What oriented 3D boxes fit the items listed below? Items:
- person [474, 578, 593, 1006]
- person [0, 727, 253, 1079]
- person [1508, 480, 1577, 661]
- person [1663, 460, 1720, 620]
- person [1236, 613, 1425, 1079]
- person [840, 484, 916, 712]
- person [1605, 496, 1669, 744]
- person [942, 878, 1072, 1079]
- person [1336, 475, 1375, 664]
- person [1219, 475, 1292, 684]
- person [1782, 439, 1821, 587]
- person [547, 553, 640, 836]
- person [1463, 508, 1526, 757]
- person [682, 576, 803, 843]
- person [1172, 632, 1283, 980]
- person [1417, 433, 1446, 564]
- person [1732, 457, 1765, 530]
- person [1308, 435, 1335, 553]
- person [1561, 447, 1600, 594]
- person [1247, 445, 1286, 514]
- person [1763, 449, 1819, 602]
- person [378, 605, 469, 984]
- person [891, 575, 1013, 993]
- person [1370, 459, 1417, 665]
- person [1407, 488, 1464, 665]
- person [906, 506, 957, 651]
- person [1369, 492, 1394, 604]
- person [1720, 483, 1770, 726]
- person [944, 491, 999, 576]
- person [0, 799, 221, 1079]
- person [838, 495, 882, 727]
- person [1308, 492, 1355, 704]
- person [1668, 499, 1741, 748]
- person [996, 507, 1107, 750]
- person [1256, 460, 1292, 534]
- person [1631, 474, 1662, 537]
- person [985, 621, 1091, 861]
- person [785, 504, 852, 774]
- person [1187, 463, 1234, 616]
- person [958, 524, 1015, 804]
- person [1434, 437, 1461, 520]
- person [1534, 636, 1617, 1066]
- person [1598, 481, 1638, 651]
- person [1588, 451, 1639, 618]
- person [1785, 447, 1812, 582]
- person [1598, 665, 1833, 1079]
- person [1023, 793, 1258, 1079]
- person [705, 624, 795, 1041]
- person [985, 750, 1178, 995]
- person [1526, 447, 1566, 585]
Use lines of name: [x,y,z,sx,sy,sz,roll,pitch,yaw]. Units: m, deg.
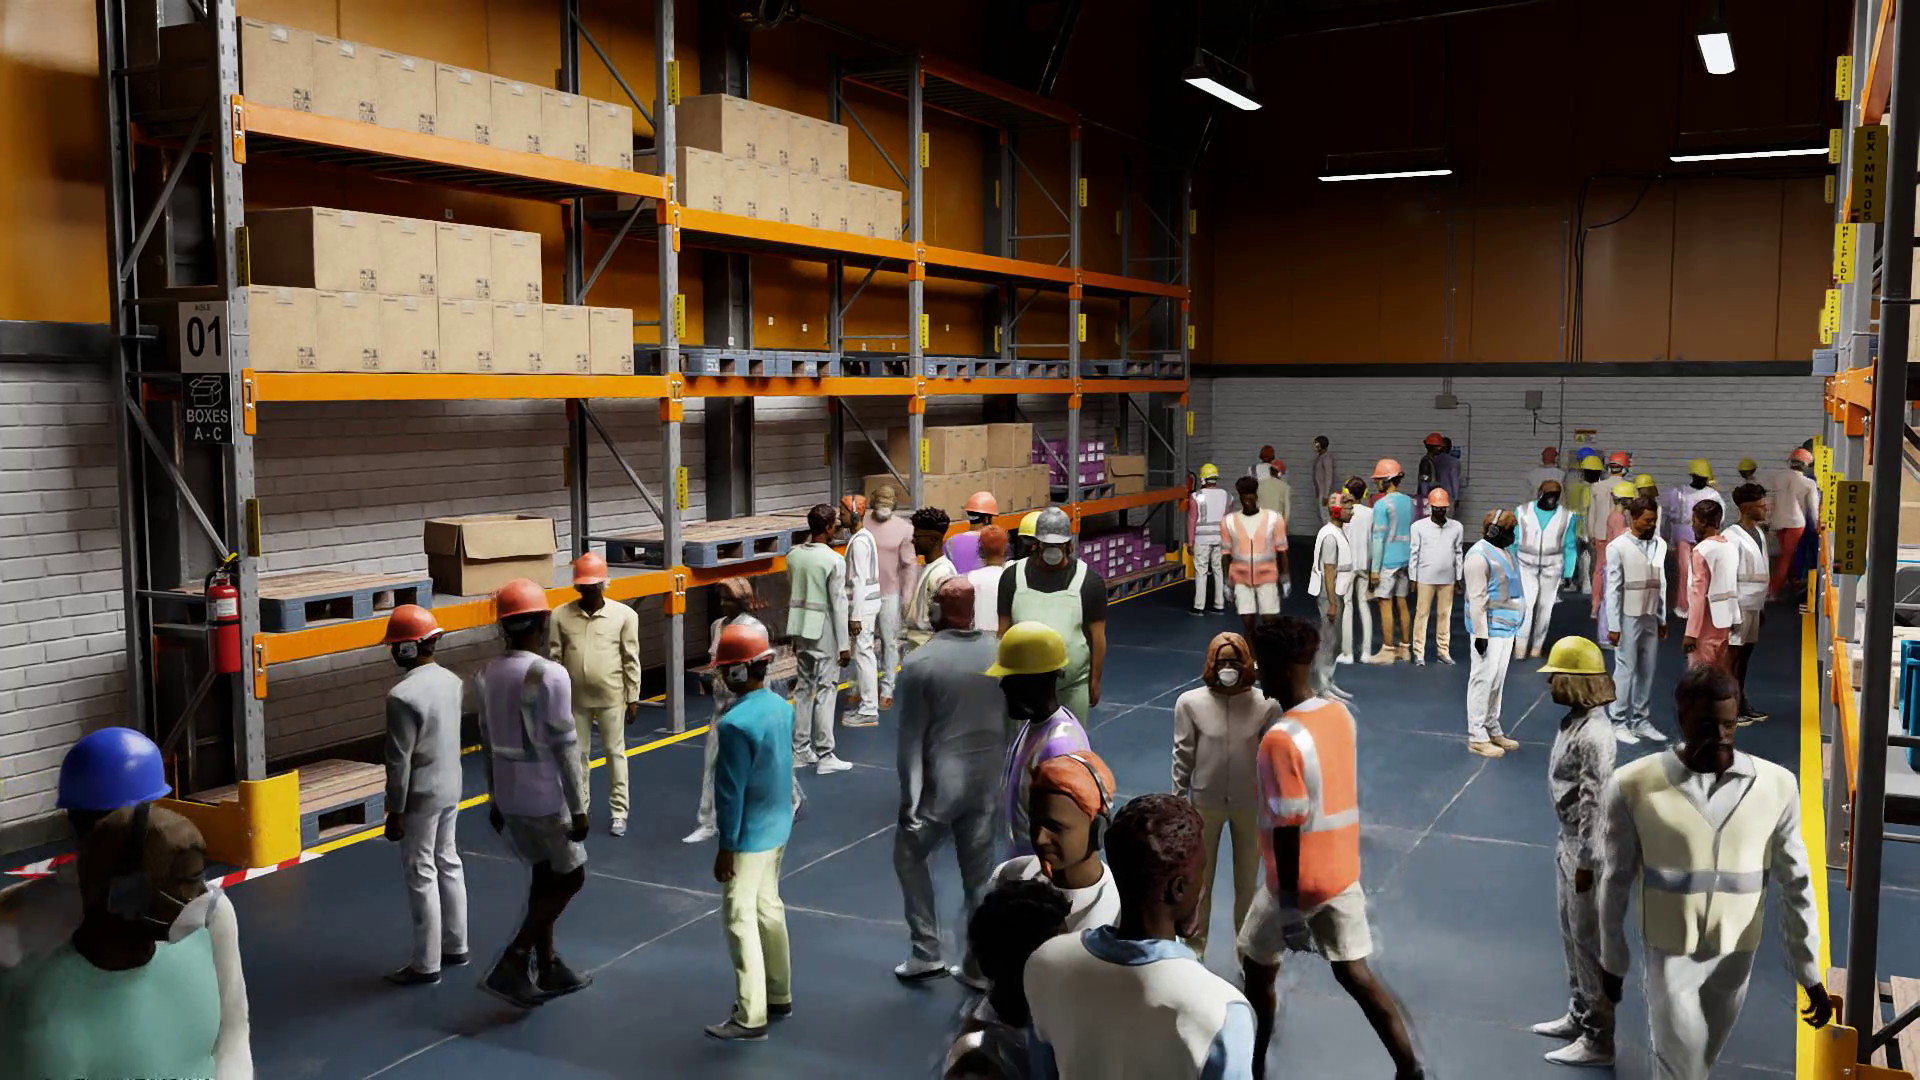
person: [-1.879,1.122,7.349,0.574,1.911,0.479,4,7,38]
person: [-1.993,1.414,3.954,0.607,1.947,0.406,-1,5,-7]
person: [5.771,0.317,16.511,0.649,1.806,0.836,2,6,19]
person: [8.590,0.007,19.418,0.607,1.881,0.895,0,5,-1]
person: [1.354,1.227,6.127,0.965,1.928,0.604,5,7,43]
person: [-0.694,0.485,14.079,0.643,1.924,0.480,0,5,5]
person: [5.203,0.611,12.829,0.603,1.906,0.399,-3,6,-28]
person: [0.215,1.576,3.677,0.755,1.667,0.553,1,5,14]
person: [3.888,0.298,16.402,0.532,1.869,0.323,-1,5,-12]
person: [2.718,0.361,15.329,0.660,1.936,0.594,2,6,17]
person: [11.397,-0.347,22.409,0.539,2.000,0.688,-2,6,-23]
person: [-2.235,0.941,10.135,0.568,1.743,0.361,0,5,1]
person: [3.998,0.681,12.428,0.429,1.841,0.625,4,7,38]
person: [-1.303,1.013,10.166,0.526,1.614,0.826,5,7,41]
person: [1.225,1.228,7.623,0.509,1.632,0.268,0,5,4]
person: [7.195,-0.620,25.408,0.406,2.034,0.611,3,6,26]
person: [11.056,-0.291,23.346,0.422,1.738,0.553,-1,5,-7]
person: [5.933,-0.743,27.212,0.377,1.940,0.628,0,5,1]
person: [8.226,-0.256,21.994,0.418,1.939,0.610,-3,6,-28]
person: [4.571,-0.486,24.829,0.597,1.861,0.681,1,5,13]
person: [10.690,-0.191,21.237,0.998,1.937,0.648,-3,6,-28]
person: [-2.507,1.167,7.713,0.351,1.744,0.558,1,5,9]
person: [-0.047,1.106,7.602,0.660,1.886,0.568,-3,6,-33]
person: [4.230,0.218,16.410,0.623,2.035,0.416,-5,7,-42]
person: [4.683,0.360,16.328,0.575,1.749,0.336,-1,5,-6]
person: [-0.173,0.761,10.900,0.361,1.961,0.613,0,5,-4]
person: [5.371,-0.041,21.022,0.323,1.692,0.533,-3,6,-28]
person: [6.377,0.516,13.521,0.609,1.966,0.364,-5,7,-43]
person: [0.137,0.582,13.064,0.548,1.925,0.390,4,6,35]
person: [-1.637,1.477,3.351,0.516,1.923,0.648,1,5,12]
person: [-0.808,0.567,13.475,0.347,1.877,0.571,0,5,-2]
person: [3.217,0.499,14.421,0.389,1.837,0.560,2,6,18]
person: [5.600,0.650,12.424,0.598,1.907,0.408,-5,7,-44]
person: [0.539,0.798,10.094,0.680,2.000,0.535,1,5,11]
person: [4.387,-0.292,23.658,0.647,1.695,0.856,1,5,14]
person: [7.930,0.096,19.306,0.322,1.735,0.492,-1,5,-7]
person: [0.288,1.242,5.963,0.397,1.920,0.586,0,5,-4]
person: [-1.024,0.701,11.846,0.385,1.910,0.593,-5,7,-44]
person: [2.974,-0.001,19.854,0.596,1.824,0.403,-2,6,-20]
person: [0.231,0.835,10.646,0.598,1.869,0.434,1,5,11]
person: [7.706,-0.680,26.538,0.373,1.940,0.629,-4,7,-39]
person: [2.517,1.256,6.798,0.334,1.737,0.492,1,5,12]
person: [6.821,0.272,17.243,0.329,1.764,0.528,1,6,15]
person: [7.684,-0.047,19.504,0.409,1.985,0.618,-5,7,-44]
person: [11.723,-0.340,23.066,0.397,1.910,0.587,1,5,10]
person: [2.376,1.331,5.256,0.617,1.865,0.982,0,5,1]
person: [0.377,1.476,3.445,0.390,1.920,0.587,-5,7,-44]
person: [-0.905,1.226,7.094,0.354,1.737,0.575,2,6,17]
person: [0.287,1.440,4.093,0.576,1.877,0.350,5,7,44]
person: [8.130,-0.331,22.937,0.409,1.910,0.651,-4,7,-37]
